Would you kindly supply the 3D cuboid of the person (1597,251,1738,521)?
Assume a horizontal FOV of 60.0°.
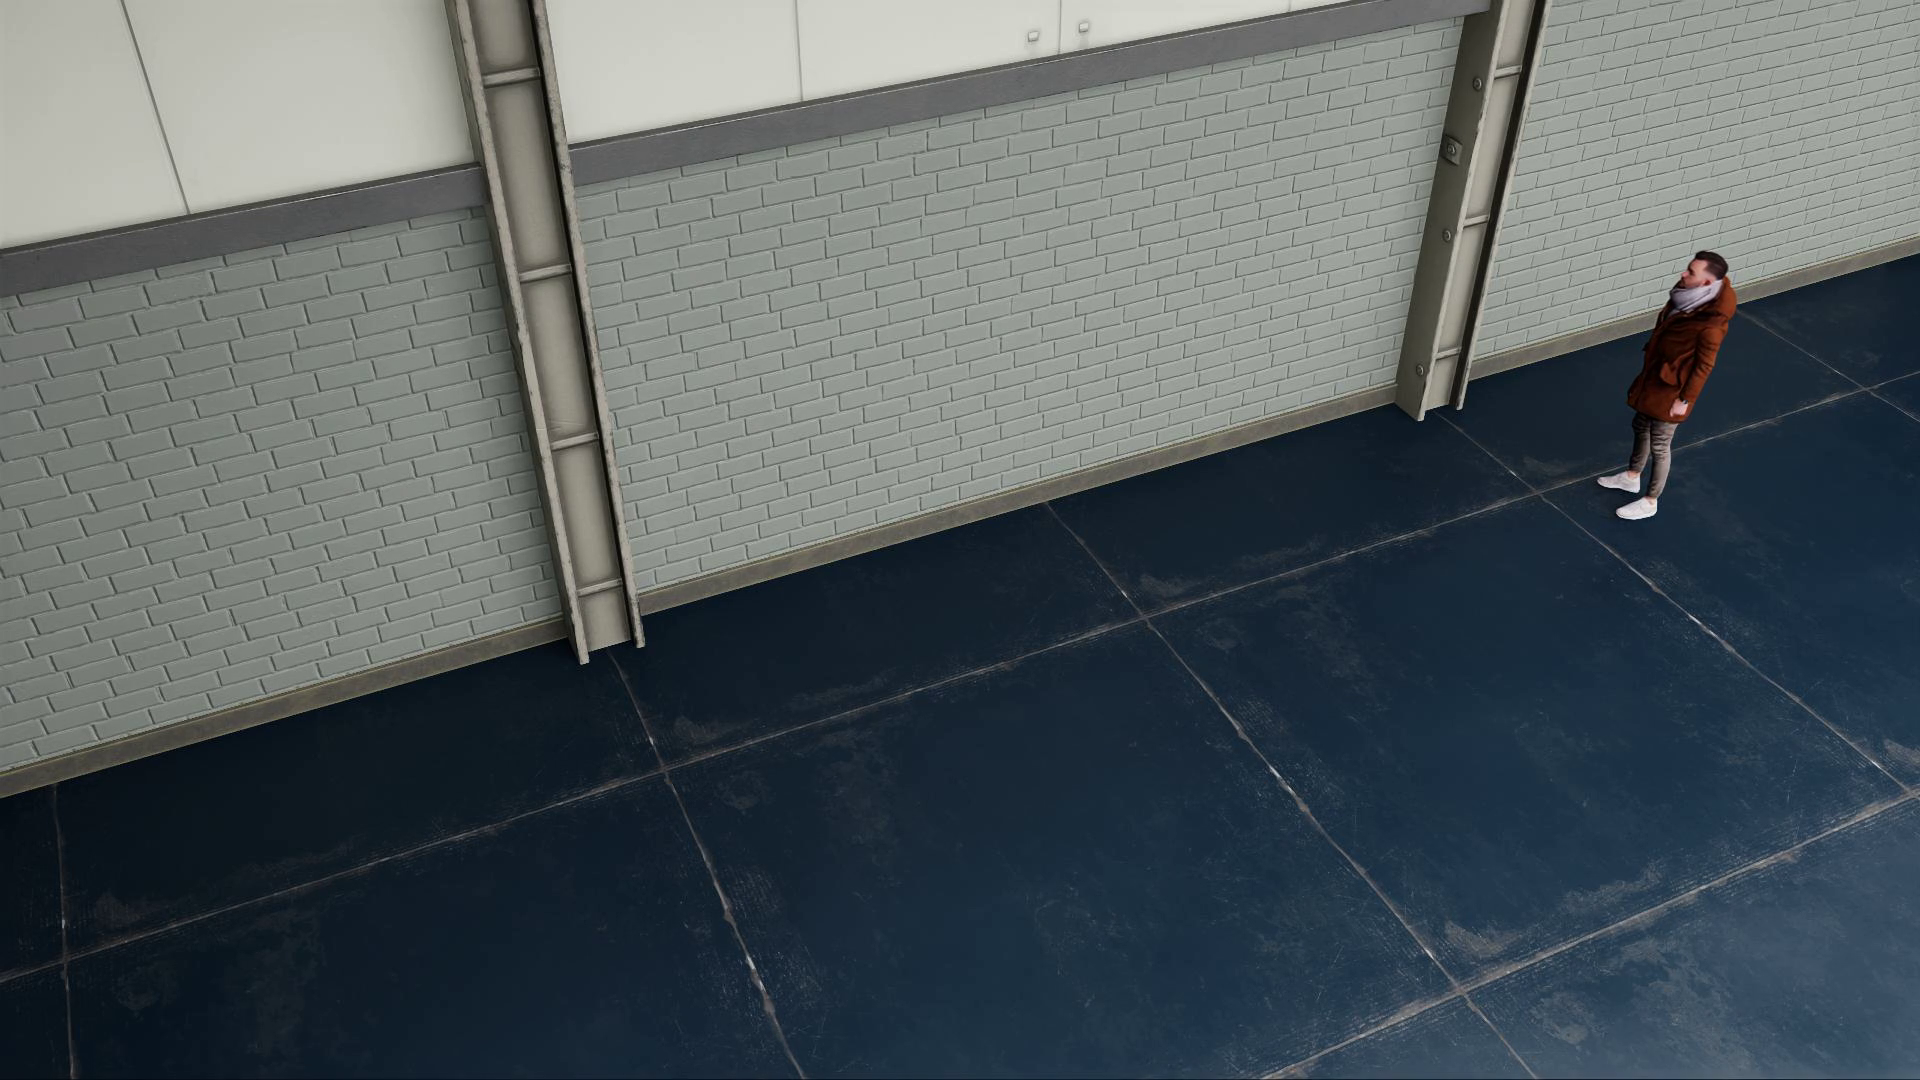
[{"bbox_3d":[4.431,-0.976,10.378,0.837,1.839,0.816,-2,38,-2],"label":"person"}]
